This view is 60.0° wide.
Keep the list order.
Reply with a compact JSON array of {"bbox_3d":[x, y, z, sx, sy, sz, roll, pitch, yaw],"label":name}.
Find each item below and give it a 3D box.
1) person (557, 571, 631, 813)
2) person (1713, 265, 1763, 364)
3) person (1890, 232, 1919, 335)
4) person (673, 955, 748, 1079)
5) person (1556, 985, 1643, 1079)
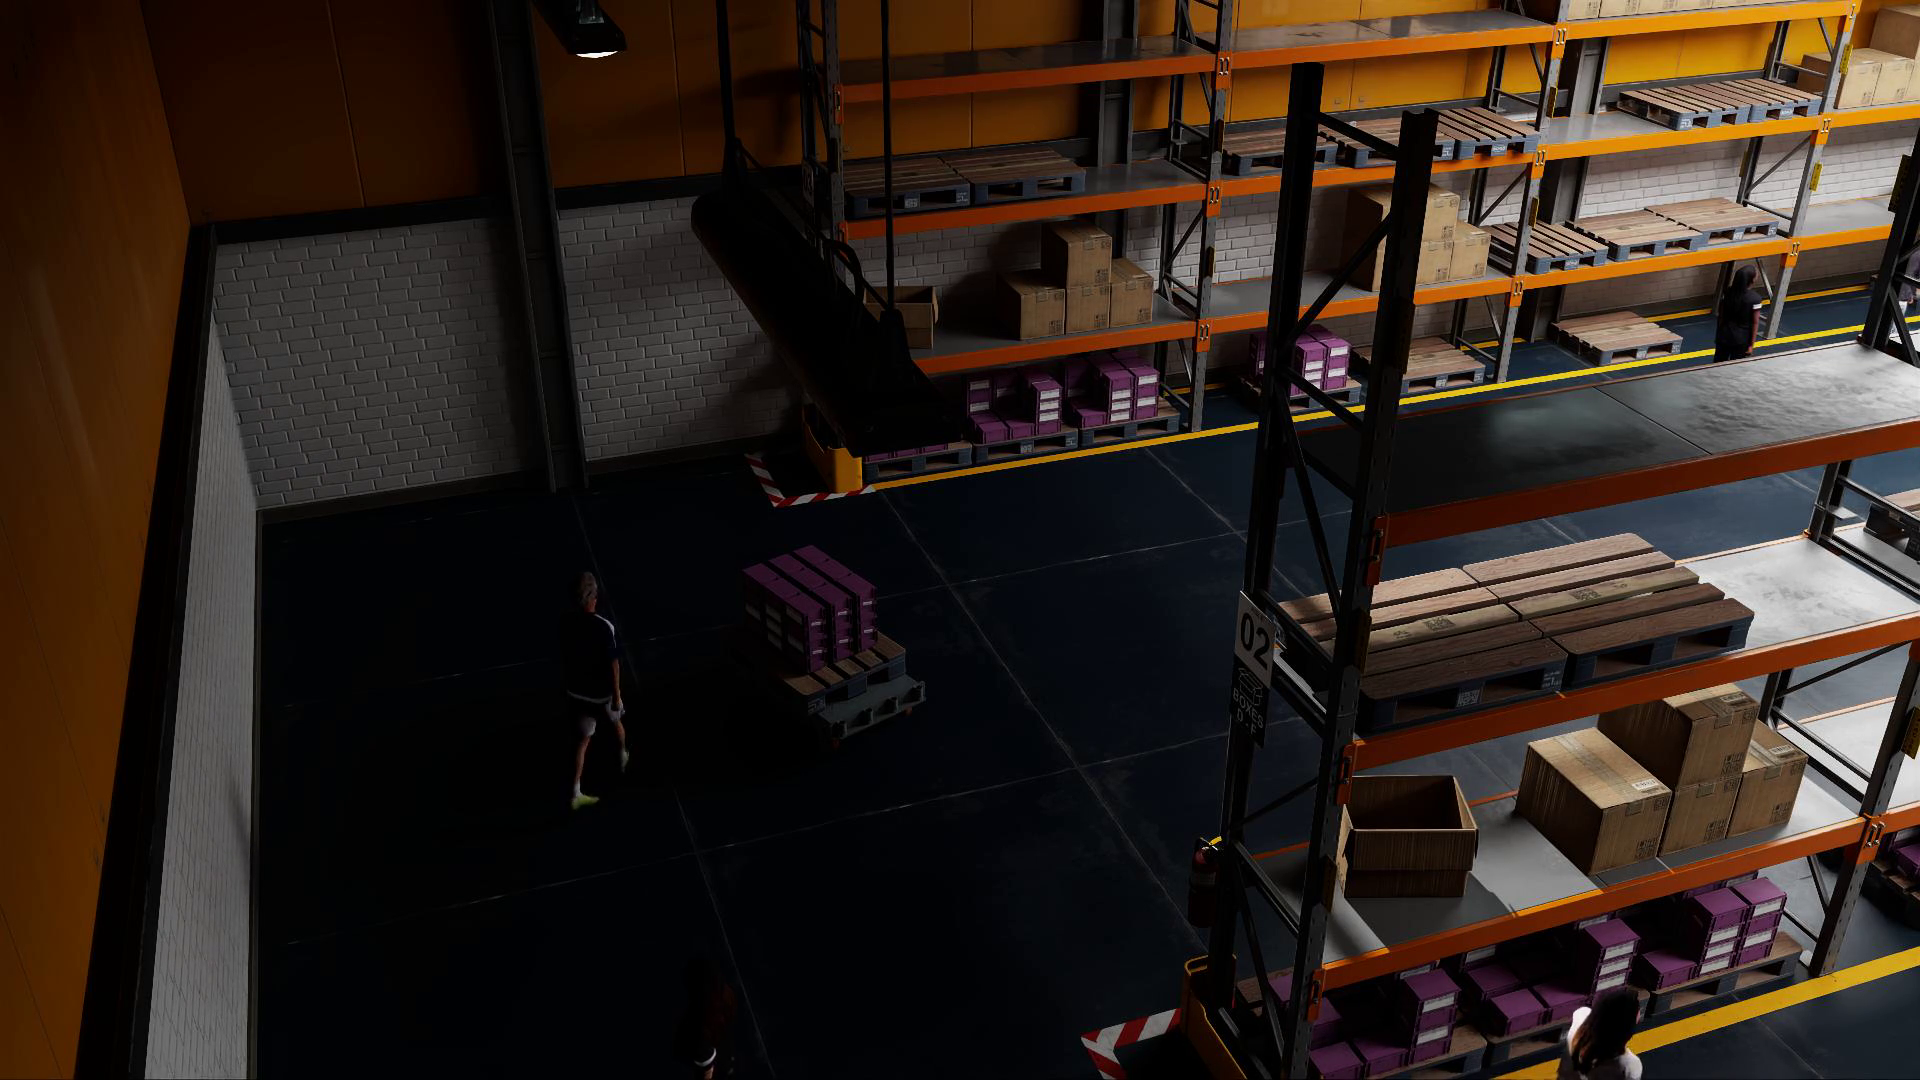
[{"bbox_3d":[-2.724,1.143,12.172,1.153,1.798,1.074,9,30,16],"label":"person"},{"bbox_3d":[8.565,-2.219,18.408,0.674,1.729,0.677,-20,34,-32],"label":"person"},{"bbox_3d":[10.840,-2.776,19.317,0.578,1.837,0.767,-3,29,-5],"label":"person"},{"bbox_3d":[-1.326,2.916,9.089,0.739,1.637,0.709,5,29,9],"label":"person"},{"bbox_3d":[3.242,3.055,8.842,1.142,1.630,0.790,-5,29,-9],"label":"person"}]
